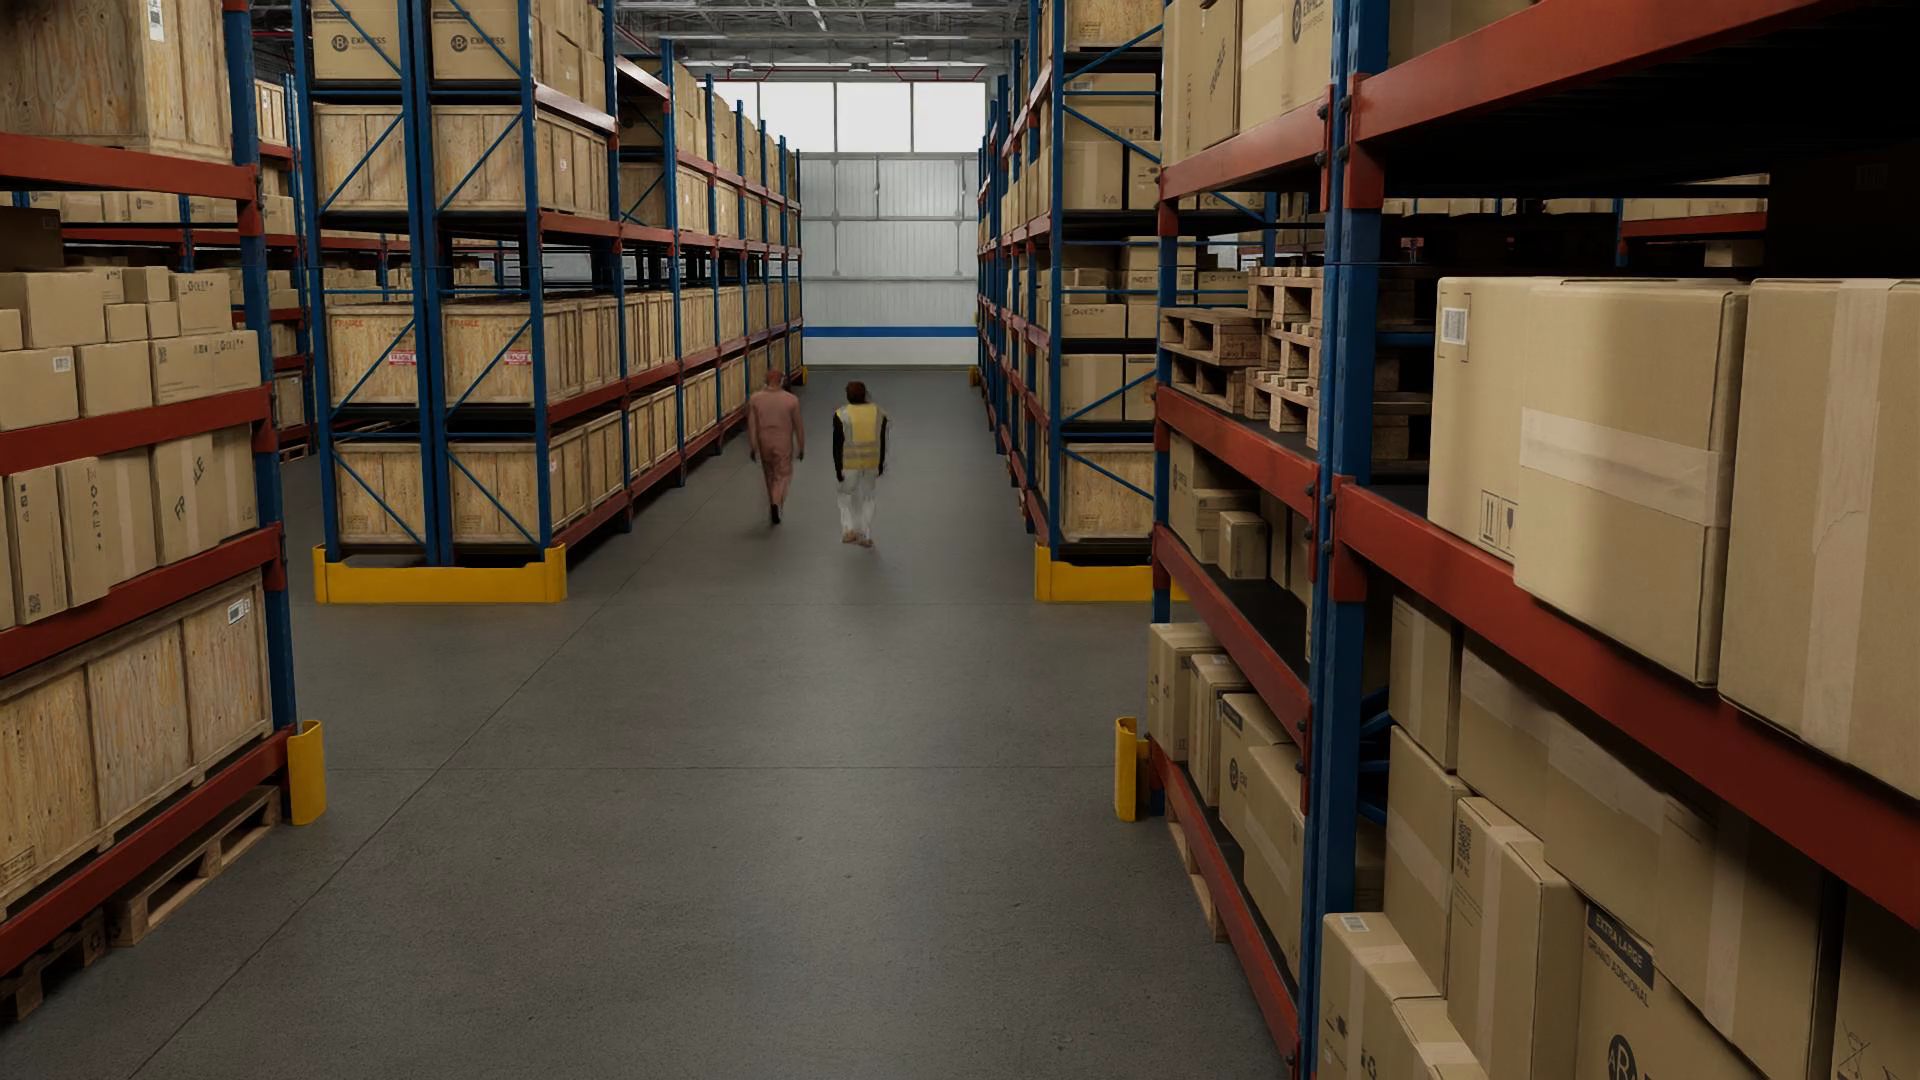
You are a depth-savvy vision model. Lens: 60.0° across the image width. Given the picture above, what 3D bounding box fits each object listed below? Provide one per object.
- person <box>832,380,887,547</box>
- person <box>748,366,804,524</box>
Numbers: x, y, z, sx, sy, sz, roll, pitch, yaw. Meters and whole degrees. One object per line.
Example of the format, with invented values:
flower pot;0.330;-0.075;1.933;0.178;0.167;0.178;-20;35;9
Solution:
person;-1.102;-0.823;18.145;0.644;1.829;0.463;-4;10;-22
person;-2.198;-1.127;19.846;0.650;1.880;0.829;1;9;7
